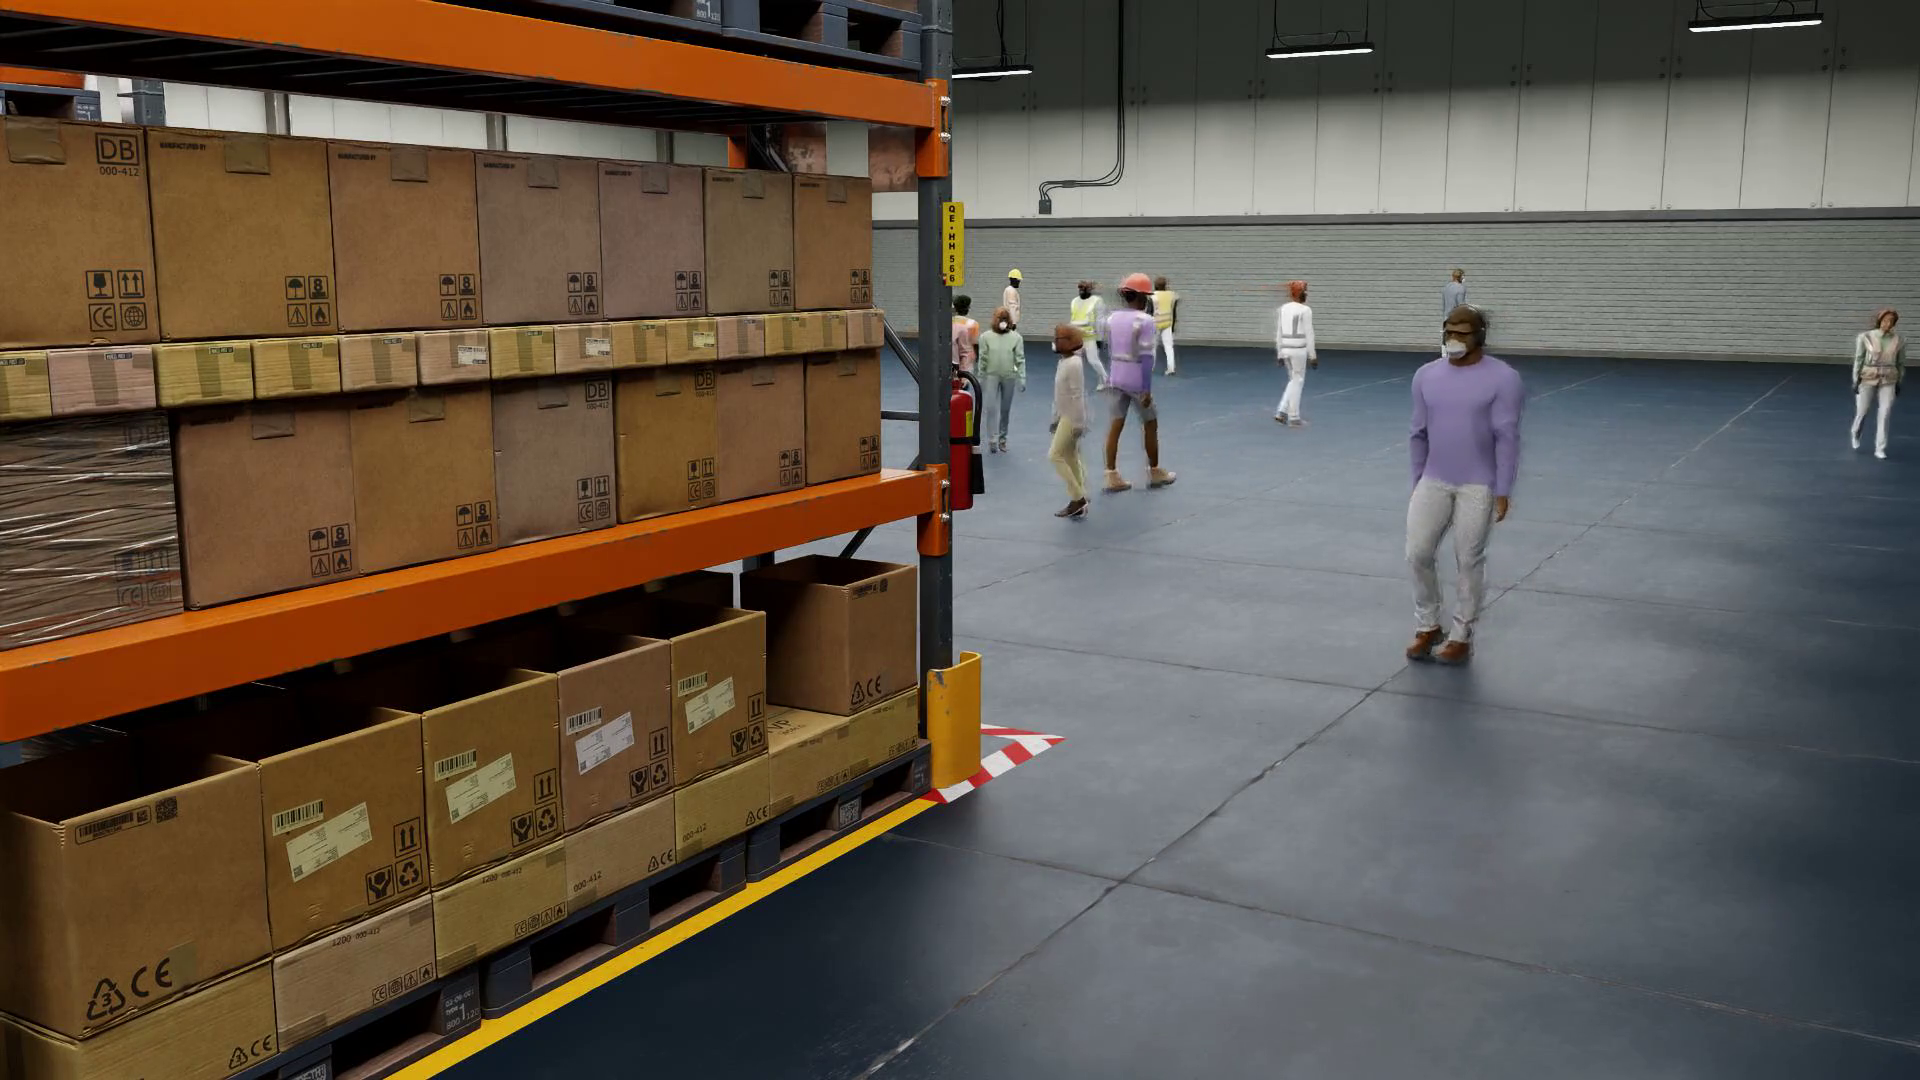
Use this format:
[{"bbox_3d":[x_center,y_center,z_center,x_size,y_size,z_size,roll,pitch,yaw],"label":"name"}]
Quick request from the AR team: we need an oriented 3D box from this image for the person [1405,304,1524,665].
[{"bbox_3d":[2.632,-0.279,8.821,0.640,1.923,0.498,8,12,38],"label":"person"}]

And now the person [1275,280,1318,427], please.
[{"bbox_3d":[4.275,-2.361,21.168,0.356,1.874,0.586,-4,11,-23],"label":"person"}]

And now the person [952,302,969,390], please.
[{"bbox_3d":[-0.173,-1.806,18.222,0.535,1.766,0.318,3,10,15],"label":"person"}]

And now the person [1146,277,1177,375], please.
[{"bbox_3d":[3.706,-3.939,30.644,0.635,1.800,0.960,-3,10,-19],"label":"person"}]

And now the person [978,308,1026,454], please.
[{"bbox_3d":[0.470,-1.739,18.293,0.512,1.598,0.782,-1,10,-6],"label":"person"}]

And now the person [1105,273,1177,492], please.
[{"bbox_3d":[1.677,-1.465,15.504,0.928,2.004,0.631,-8,13,-41],"label":"person"}]

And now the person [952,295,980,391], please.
[{"bbox_3d":[0.059,-2.304,21.381,0.547,1.675,0.572,6,11,30],"label":"person"}]

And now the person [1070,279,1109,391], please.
[{"bbox_3d":[2.040,-3.239,26.476,0.632,1.818,0.837,8,13,40],"label":"person"}]

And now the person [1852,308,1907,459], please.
[{"bbox_3d":[9.968,-1.712,18.079,0.522,1.620,0.590,3,10,17],"label":"person"}]

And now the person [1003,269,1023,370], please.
[{"bbox_3d":[1.005,-4.199,31.776,0.390,1.920,0.590,-1,10,-4],"label":"person"}]

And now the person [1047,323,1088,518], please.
[{"bbox_3d":[0.886,-0.978,13.797,0.378,1.622,0.500,-1,10,-4],"label":"person"}]

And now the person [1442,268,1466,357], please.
[{"bbox_3d":[9.552,-4.271,32.146,0.349,1.935,0.635,-3,10,-17],"label":"person"}]
